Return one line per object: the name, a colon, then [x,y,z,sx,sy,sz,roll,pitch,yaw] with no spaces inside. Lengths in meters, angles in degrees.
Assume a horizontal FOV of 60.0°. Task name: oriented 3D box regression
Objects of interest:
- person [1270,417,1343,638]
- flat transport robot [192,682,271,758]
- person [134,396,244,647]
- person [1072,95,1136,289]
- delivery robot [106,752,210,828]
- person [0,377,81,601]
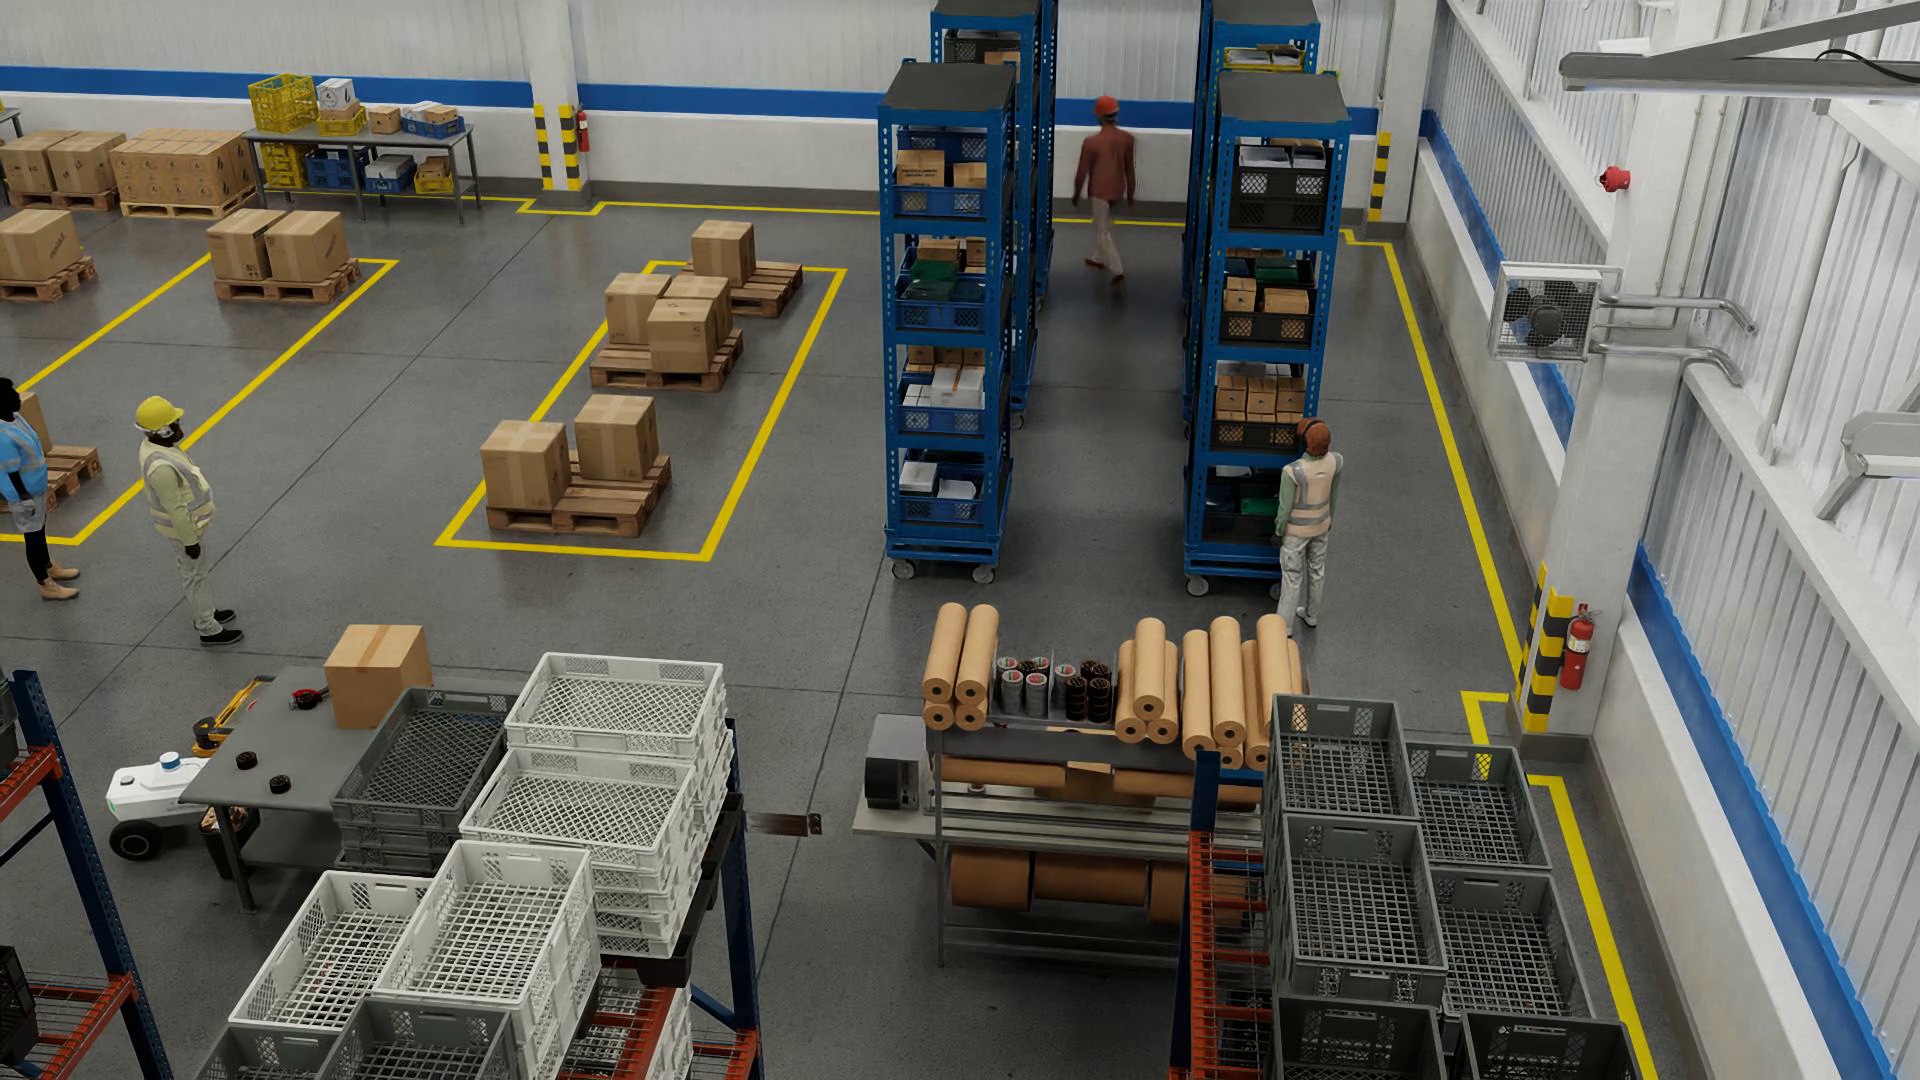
person: [2.368,-0.084,11.437,0.519,1.640,0.307,-16,34,-26]
flat transport robot: [-4.089,1.163,10.648,1.431,0.197,0.652,3,30,6]
person: [-5.271,-0.134,11.330,0.404,1.837,0.594,-15,33,-24]
person: [1.539,-3.587,17.160,0.602,1.960,0.956,-18,35,-28]
delivery robot: [-4.585,1.463,9.763,0.707,0.478,0.477,-6,31,-10]
person: [-6.658,-0.375,11.880,0.320,1.698,0.531,-10,32,-17]
